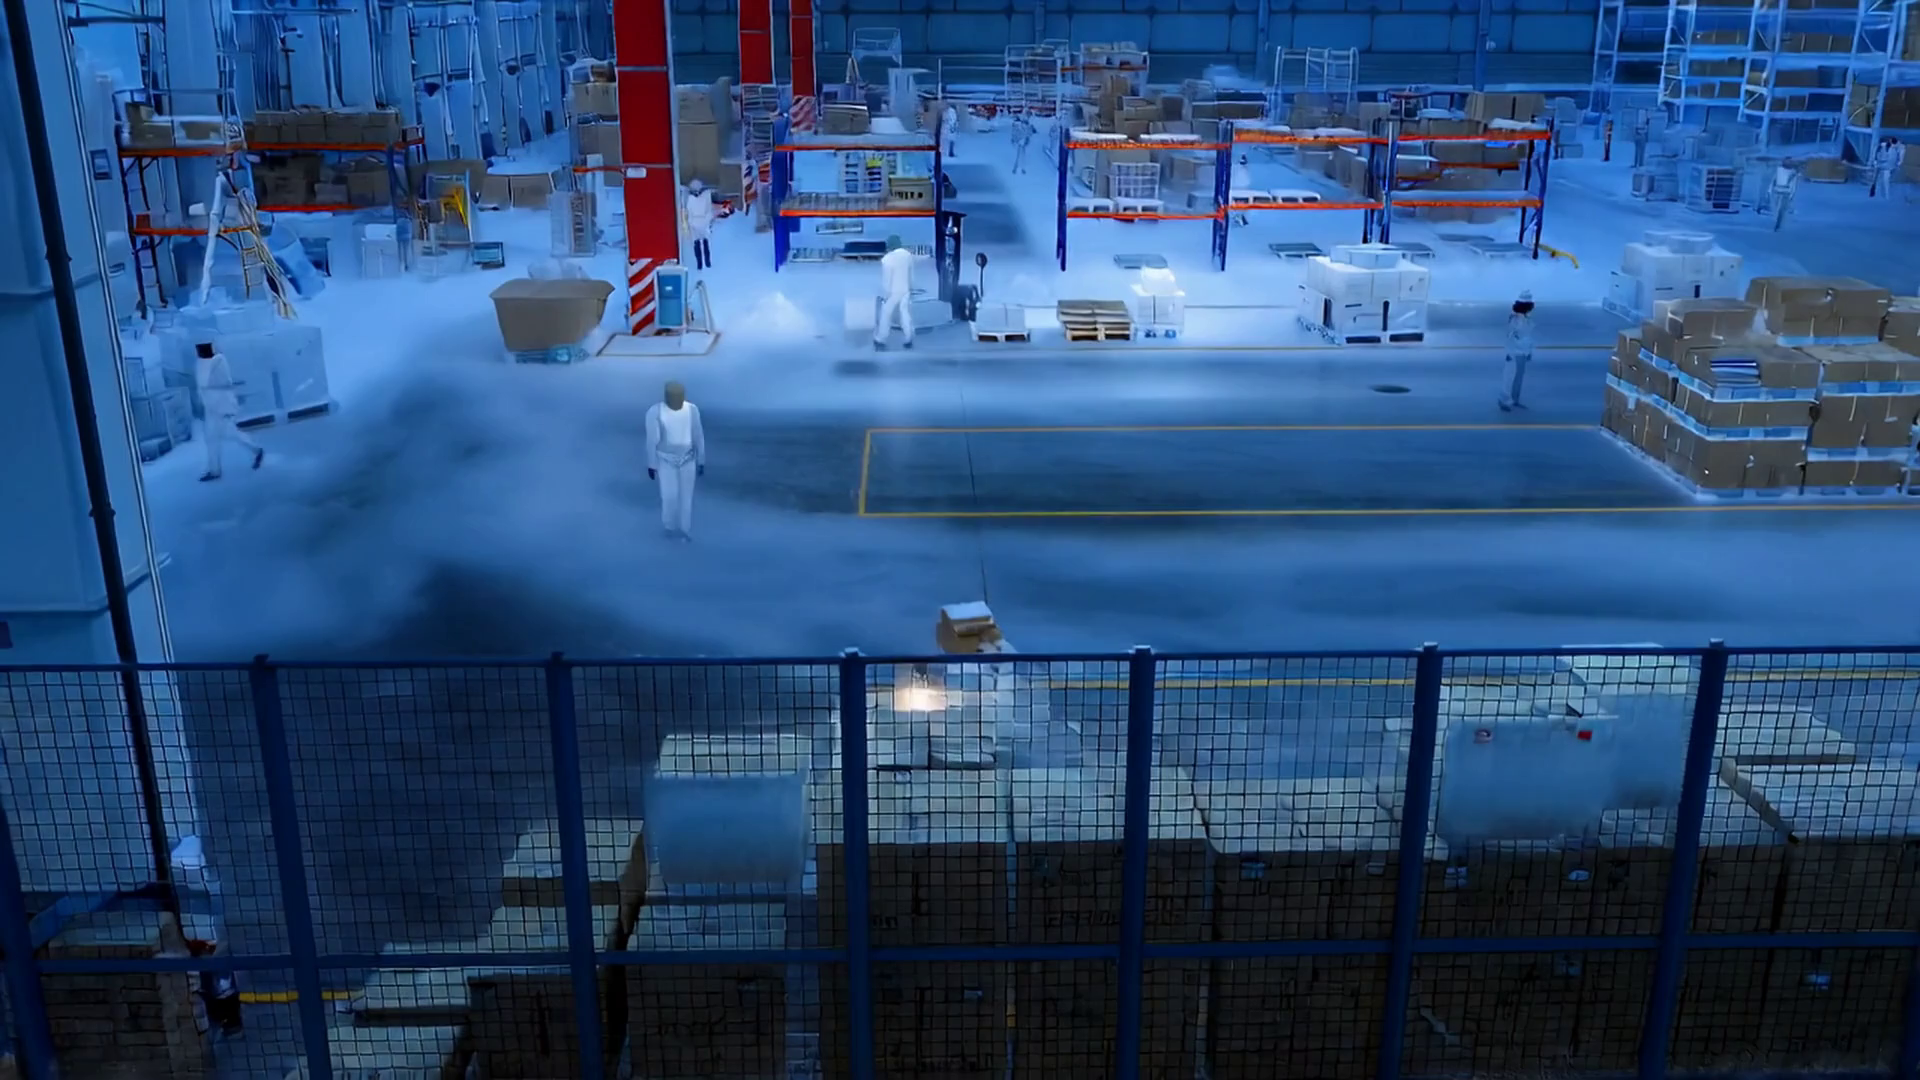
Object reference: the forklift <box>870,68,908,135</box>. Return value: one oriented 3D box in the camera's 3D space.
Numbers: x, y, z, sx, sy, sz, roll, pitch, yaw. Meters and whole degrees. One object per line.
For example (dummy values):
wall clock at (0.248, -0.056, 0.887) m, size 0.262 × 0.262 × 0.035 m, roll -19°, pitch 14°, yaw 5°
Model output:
forklift at (-2.271, -15.727, 60.526) m, size 1.873 × 2.768 × 1.129 m, roll -10°, pitch 21°, yaw -28°

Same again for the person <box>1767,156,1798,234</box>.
person at (19.943, -8.380, 40.311) m, size 0.740 × 1.860 × 0.586 m, roll -17°, pitch 25°, yaw -41°

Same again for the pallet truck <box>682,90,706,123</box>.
pallet truck at (-9.671, -15.907, 62.421) m, size 0.823 × 1.965 × 1.885 m, roll 5°, pitch 19°, yaw 15°

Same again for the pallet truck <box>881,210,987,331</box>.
pallet truck at (-0.493, -4.759, 29.349) m, size 1.885 × 1.965 × 0.823 m, roll -13°, pitch 23°, yaw -34°

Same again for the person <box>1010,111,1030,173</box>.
person at (1.899, -12.611, 52.744) m, size 0.627 × 1.934 × 0.372 m, roll 2°, pitch 19°, yaw 6°

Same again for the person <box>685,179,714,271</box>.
person at (-5.490, -6.630, 35.011) m, size 0.583 × 1.924 × 0.399 m, roll -1°, pitch 19°, yaw -2°

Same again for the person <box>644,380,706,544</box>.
person at (-3.061, -0.841, 17.981) m, size 0.654 × 1.830 × 0.443 m, roll -9°, pitch 21°, yaw -25°

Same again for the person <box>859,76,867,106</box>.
person at (-4.179, -19.090, 71.979) m, size 0.367 × 1.932 × 0.623 m, roll 1°, pitch 19°, yaw 4°

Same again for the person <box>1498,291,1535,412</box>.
person at (7.930, -2.677, 23.581) m, size 0.480 × 1.734 × 0.337 m, roll -10°, pitch 21°, yaw -28°

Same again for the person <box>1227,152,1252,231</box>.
person at (6.841, -8.553, 40.793) m, size 0.970 × 1.886 × 0.592 m, roll -14°, pitch 23°, yaw -36°

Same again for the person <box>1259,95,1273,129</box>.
person at (12.022, -16.633, 65.194) m, size 0.504 × 1.593 × 0.842 m, roll 18°, pitch 25°, yaw 42°

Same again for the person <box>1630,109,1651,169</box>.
person at (22.112, -13.013, 53.975) m, size 0.398 × 1.911 × 0.587 m, roll -8°, pitch 20°, yaw -22°

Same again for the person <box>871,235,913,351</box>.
person at (-1.091, -4.112, 27.591) m, size 0.644 × 1.888 × 0.911 m, roll -13°, pitch 23°, yaw -34°

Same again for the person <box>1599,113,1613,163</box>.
person at (21.762, -13.531, 55.924) m, size 0.311 × 1.638 × 0.523 m, roll 1°, pitch 19°, yaw 3°

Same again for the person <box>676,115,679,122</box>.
person at (-9.293, -13.027, 54.361) m, size 0.571 × 1.673 × 0.402 m, roll 2°, pitch 19°, yaw 6°

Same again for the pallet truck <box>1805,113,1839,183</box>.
pallet truck at (26.403, -11.957, 50.702) m, size 0.823 × 1.965 × 1.885 m, roll 6°, pitch 19°, yaw 16°

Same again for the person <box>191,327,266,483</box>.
person at (-9.030, -1.679, 20.362) m, size 0.590 × 1.905 × 0.781 m, roll 14°, pitch 23°, yaw 35°

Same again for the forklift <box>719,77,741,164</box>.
forklift at (-7.685, -13.877, 55.039) m, size 1.873 × 2.768 × 1.129 m, roll -1°, pitch 19°, yaw -1°

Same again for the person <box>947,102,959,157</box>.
person at (-0.259, -14.225, 57.611) m, size 0.462 × 1.890 × 0.743 m, roll 1°, pitch 19°, yaw 2°

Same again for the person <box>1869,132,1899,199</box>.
person at (25.846, -10.465, 46.517) m, size 0.627 × 1.844 × 0.429 m, roll 8°, pitch 20°, yaw 22°
